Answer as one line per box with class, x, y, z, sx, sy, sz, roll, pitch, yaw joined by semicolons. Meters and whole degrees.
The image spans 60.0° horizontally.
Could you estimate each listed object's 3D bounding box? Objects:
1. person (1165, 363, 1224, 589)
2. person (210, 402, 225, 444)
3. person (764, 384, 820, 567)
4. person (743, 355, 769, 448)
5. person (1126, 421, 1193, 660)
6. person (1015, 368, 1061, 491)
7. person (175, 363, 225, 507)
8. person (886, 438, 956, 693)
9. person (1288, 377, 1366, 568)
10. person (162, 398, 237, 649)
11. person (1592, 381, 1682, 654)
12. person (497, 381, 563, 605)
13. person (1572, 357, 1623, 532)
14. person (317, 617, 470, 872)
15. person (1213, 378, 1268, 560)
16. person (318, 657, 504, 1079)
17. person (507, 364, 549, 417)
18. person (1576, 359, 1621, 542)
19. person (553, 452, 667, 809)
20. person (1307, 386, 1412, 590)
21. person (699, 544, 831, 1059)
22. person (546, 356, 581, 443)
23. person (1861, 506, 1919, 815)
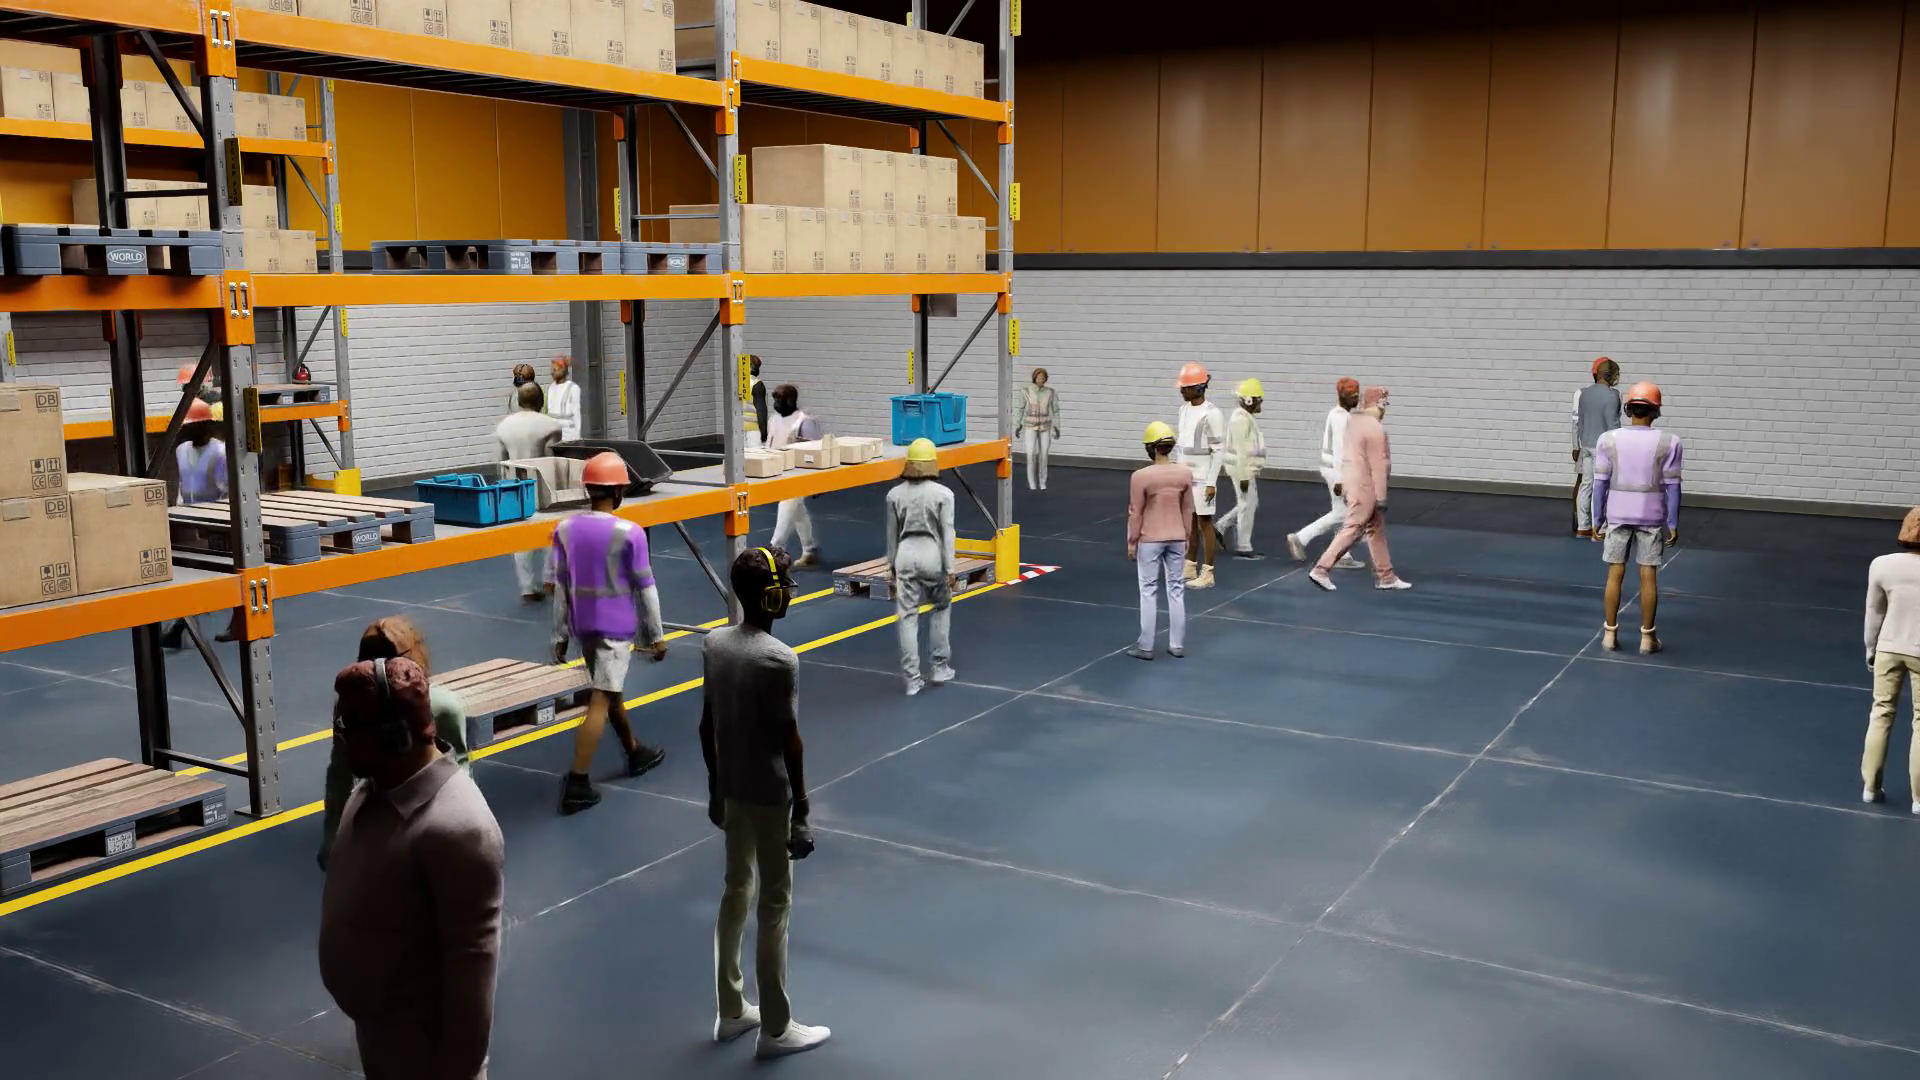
person;2.117;-0.572;15.011;0.404;2.035;0.609;-4;10;-24
person;-6.243;-0.301;14.169;0.372;1.750;0.553;-4;10;-22
person;-1.677;-0.585;15.853;0.954;1.789;0.663;-8;12;-41
person;-2.589;-1.381;20.682;0.621;1.838;0.428;9;13;44
person;1.462;0.008;12.262;0.526;1.759;0.340;-3;10;-21
person;1.020;-1.437;21.711;0.598;1.612;0.584;-1;9;-4
person;-7.337;-0.725;16.146;0.617;1.982;0.466;4;10;23
person;-0.239;0.158;11.397;0.513;1.716;0.685;3;9;16
person;3.548;-0.631;15.905;0.674;1.868;0.602;1;9;9
person;-5.762;-0.110;12.539;0.574;1.896;0.931;3;10;20
person;5.072;-0.169;12.476;0.615;2.038;0.395;5;10;30
person;-3.646;-0.410;14.343;0.667;1.919;0.583;3;10;17
person;7.005;-1.048;18.292;0.543;1.935;0.366;0;9;-2
person;-2.037;1.081;5.987;0.510;1.623;0.381;2;9;13
person;2.769;-0.695;16.483;0.524;1.818;0.591;2;9;13
person;-1.397;1.226;4.206;0.403;1.904;0.637;-7;12;-38
person;-4.830;-1.039;18.528;0.429;1.844;0.626;2;9;14
person;6.802;-0.948;17.677;0.370;1.934;0.627;-2;9;-12
person;-1.904;0.464;9.026;0.568;1.883;1.013;4;10;23
person;3.579;-0.454;14.874;0.957;1.854;0.667;0;9;-3
person;-0.733;0.943;6.071;0.534;1.868;0.309;8;12;42
person;-4.697;-1.269;19.892;0.586;1.864;0.716;7;12;38
person;5.049;0.626;8.819;0.283;1.629;0.503;-7;11;-37
